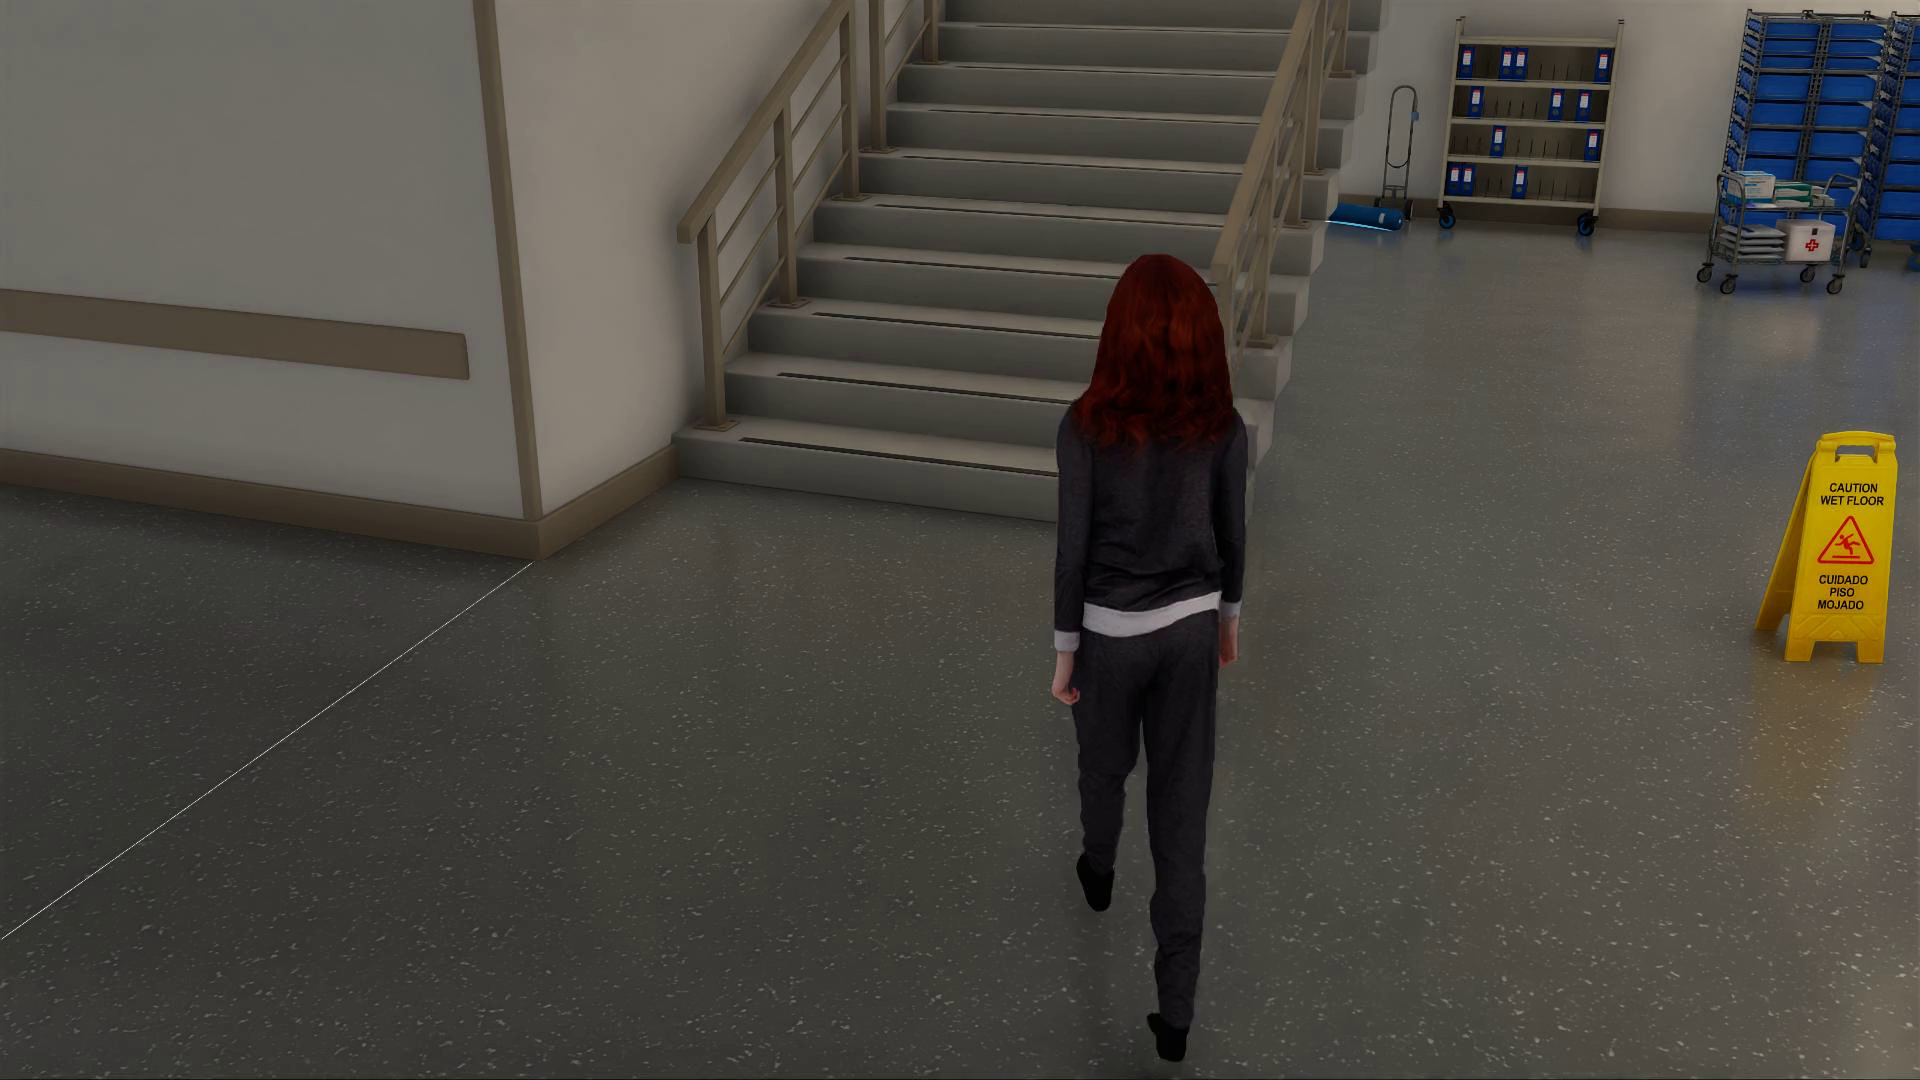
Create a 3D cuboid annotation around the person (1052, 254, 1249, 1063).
[{"bbox_3d":[0.428,0.297,3.638,0.908,1.735,1.232,-1,21,-3],"label":"person"}]
